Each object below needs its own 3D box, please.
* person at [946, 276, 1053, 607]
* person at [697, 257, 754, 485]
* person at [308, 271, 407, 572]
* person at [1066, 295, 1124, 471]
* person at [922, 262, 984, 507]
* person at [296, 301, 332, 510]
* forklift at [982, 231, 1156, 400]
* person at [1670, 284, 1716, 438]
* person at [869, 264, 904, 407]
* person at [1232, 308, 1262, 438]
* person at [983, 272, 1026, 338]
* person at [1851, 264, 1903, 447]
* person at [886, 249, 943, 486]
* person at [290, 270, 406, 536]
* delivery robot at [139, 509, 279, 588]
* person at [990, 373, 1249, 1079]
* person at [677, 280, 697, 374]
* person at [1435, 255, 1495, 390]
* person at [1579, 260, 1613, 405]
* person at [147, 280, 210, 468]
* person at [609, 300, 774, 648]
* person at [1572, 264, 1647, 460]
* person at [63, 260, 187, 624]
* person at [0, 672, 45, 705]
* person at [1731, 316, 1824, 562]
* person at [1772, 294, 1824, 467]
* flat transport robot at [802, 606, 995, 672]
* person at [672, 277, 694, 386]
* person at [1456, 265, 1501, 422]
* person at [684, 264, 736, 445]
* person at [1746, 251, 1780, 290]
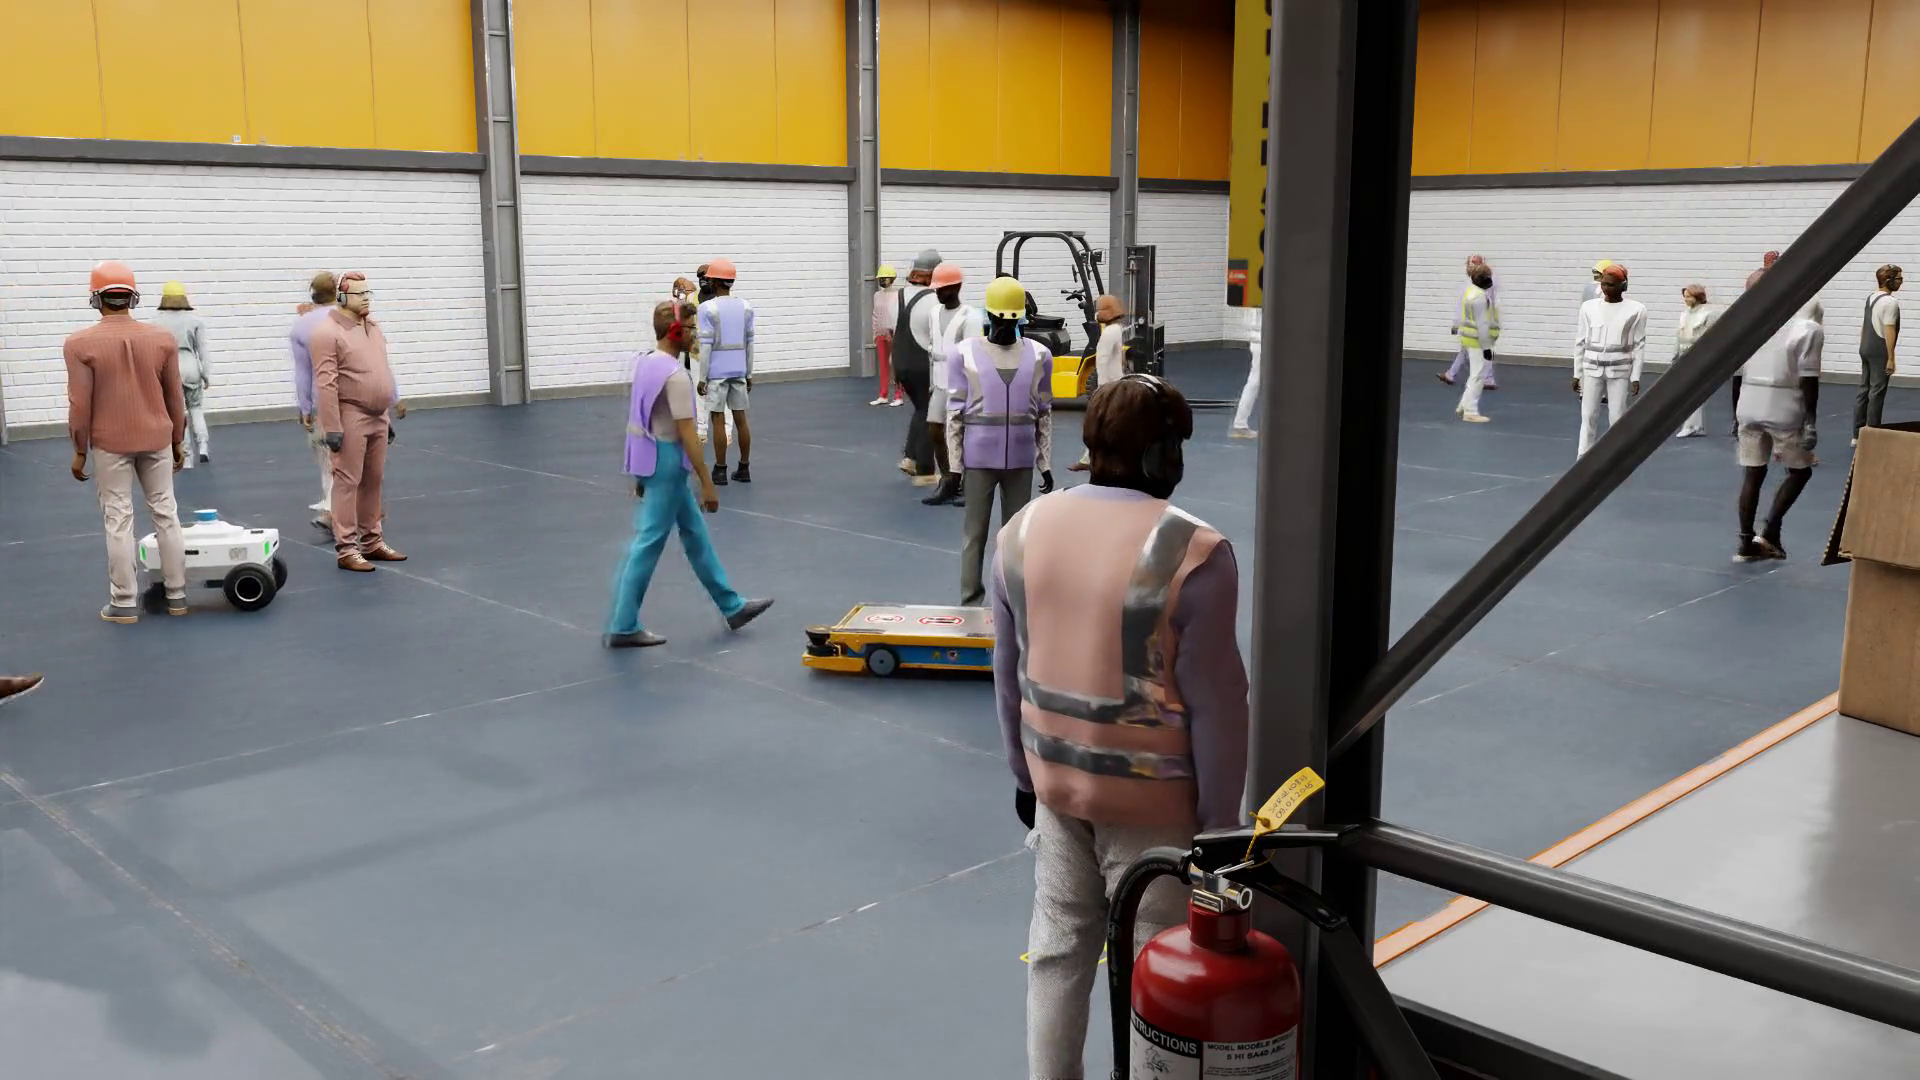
[{"bbox_3d":[0.219,-0.426,8.804,0.585,1.918,0.377,-3,11,-14],"label":"person"},{"bbox_3d":[-2.024,-1.441,14.272,0.552,1.939,0.352,-9,14,-40],"label":"person"},{"bbox_3d":[-3.845,-0.762,10.668,0.409,1.907,0.650,3,11,14],"label":"person"},{"bbox_3d":[1.321,-1.383,14.869,0.630,1.617,0.516,2,11,11],"label":"person"},{"bbox_3d":[-0.074,-1.216,13.090,0.588,1.920,0.430,10,14,42],"label":"person"},{"bbox_3d":[-4.950,-1.029,12.867,0.372,1.623,0.544,0,10,1],"label":"person"},{"bbox_3d":[1.222,-2.721,20.561,2.313,2.155,1.214,2,11,13],"label":"forklift"},{"bbox_3d":[7.671,-1.878,17.520,0.568,1.617,0.531,-2,11,-13],"label":"person"},{"bbox_3d":[-0.900,-2.551,20.805,0.526,1.769,0.329,9,14,41],"label":"person"},{"bbox_3d":[3.320,-1.975,17.444,0.957,1.834,0.601,1,10,4],"label":"person"},{"bbox_3d":[0.515,-2.305,19.647,0.541,1.698,0.315,-3,11,-16],"label":"person"},{"bbox_3d":[9.183,-1.823,16.619,0.351,1.846,0.507,0,10,2],"label":"person"},{"bbox_3d":[-0.279,-1.481,14.222,0.538,2.000,0.701,-9,14,-41],"label":"person"},{"bbox_3d":[-4.418,-0.971,11.866,0.700,1.889,1.003,1,10,8],"label":"person"},{"bbox_3d":[-4.315,0.068,9.573,0.707,0.478,0.477,-3,11,-13],"label":"delivery robot"},{"bbox_3d":[0.366,0.556,3.660,0.634,1.839,0.429,9,14,42],"label":"person"},{"bbox_3d":[-3.045,-2.100,18.705,0.498,1.634,0.278,6,12,29],"label":"person"},{"bbox_3d":[7.091,-3.037,23.206,1.016,1.848,0.674,10,14,42],"label":"person"},{"bbox_3d":[8.083,-2.625,21.047,0.403,1.826,0.589,-2,11,-11],"label":"person"},{"bbox_3d":[-7.193,-1.524,15.331,0.482,1.721,0.430,-7,13,-34],"label":"person"},{"bbox_3d":[-1.419,-0.342,8.662,0.960,1.790,0.596,-4,11,-22],"label":"person"},{"bbox_3d":[5.571,-1.422,14.323,0.573,1.886,0.353,7,12,32],"label":"person"},{"bbox_3d":[-4.596,-0.537,9.195,0.378,1.996,0.611,10,14,44],"label":"person"},{"bbox_3d":[-4.536,-0.060,7.104,1.008,1.815,0.542,-8,13,-38],"label":"person"},{"bbox_3d":[5.296,-0.808,10.809,0.429,1.940,0.636,-7,12,-33],"label":"person"},{"bbox_3d":[7.812,-1.657,15.459,0.372,1.940,0.627,2,11,12],"label":"person"},{"bbox_3d":[-0.012,0.494,8.277,1.431,0.197,0.652,2,10,9],"label":"flat transport robot"},{"bbox_3d":[-3.319,-2.332,19.965,0.498,1.636,0.285,6,12,31],"label":"person"},{"bbox_3d":[5.934,-2.232,19.002,0.437,1.806,0.725,2,11,12],"label":"person"},{"bbox_3d":[-2.543,-1.875,16.914,0.630,1.843,0.429,4,11,19],"label":"person"},{"bbox_3d":[11.670,-3.214,24.036,0.408,1.908,0.641,-6,12,-29],"label":"person"}]
